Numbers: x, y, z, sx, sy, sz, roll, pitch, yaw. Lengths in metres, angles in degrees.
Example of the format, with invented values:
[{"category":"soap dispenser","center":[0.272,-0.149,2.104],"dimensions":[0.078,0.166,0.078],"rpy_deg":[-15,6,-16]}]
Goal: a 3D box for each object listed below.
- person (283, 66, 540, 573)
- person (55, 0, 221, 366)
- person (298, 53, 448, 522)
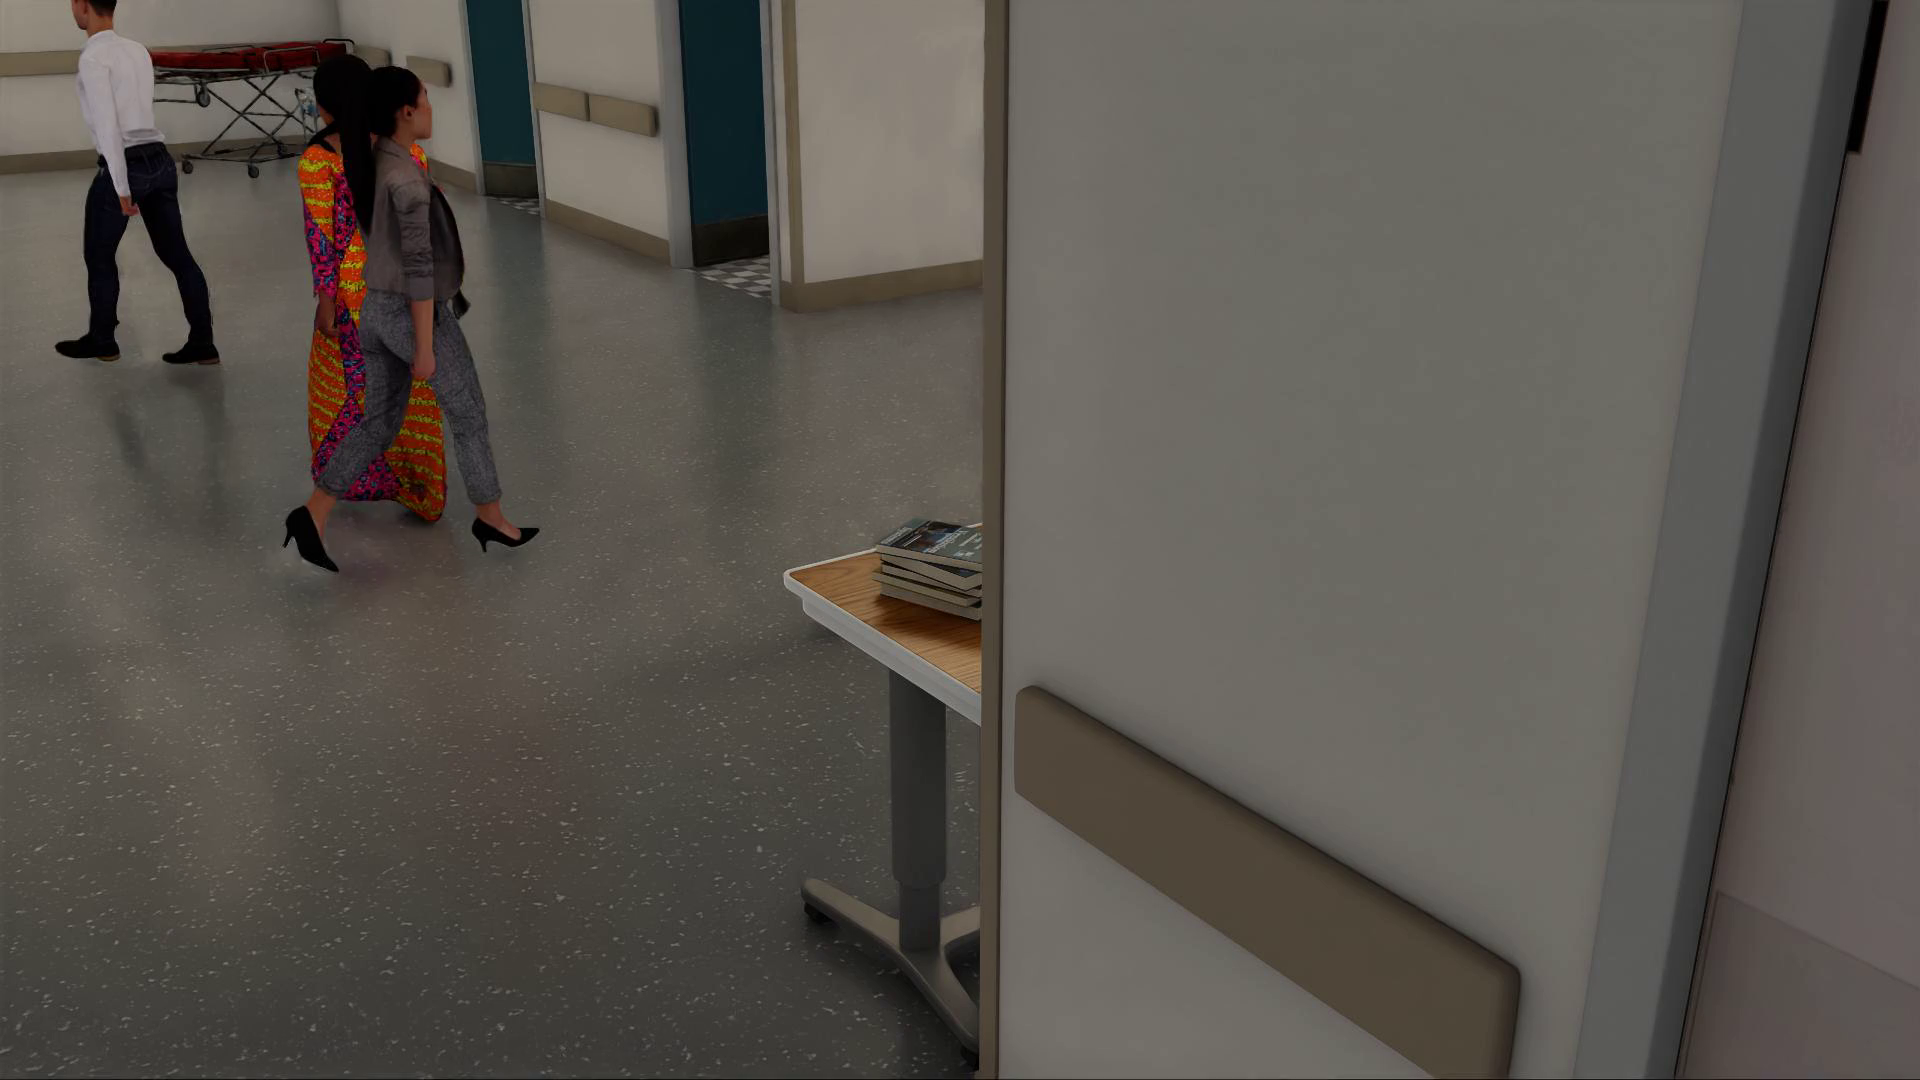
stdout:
[{"category":"person","center":[-1.875,-0.647,5.392],"dimensions":[0.766,1.640,1.053],"rpy_deg":[-18,27,-39]},{"category":"person","center":[-3.811,-1.704,7.847],"dimensions":[1.117,1.839,1.014],"rpy_deg":[6,22,15]},{"category":"person","center":[-2.086,-0.883,5.981],"dimensions":[0.917,1.650,0.768],"rpy_deg":[19,28,41]}]
